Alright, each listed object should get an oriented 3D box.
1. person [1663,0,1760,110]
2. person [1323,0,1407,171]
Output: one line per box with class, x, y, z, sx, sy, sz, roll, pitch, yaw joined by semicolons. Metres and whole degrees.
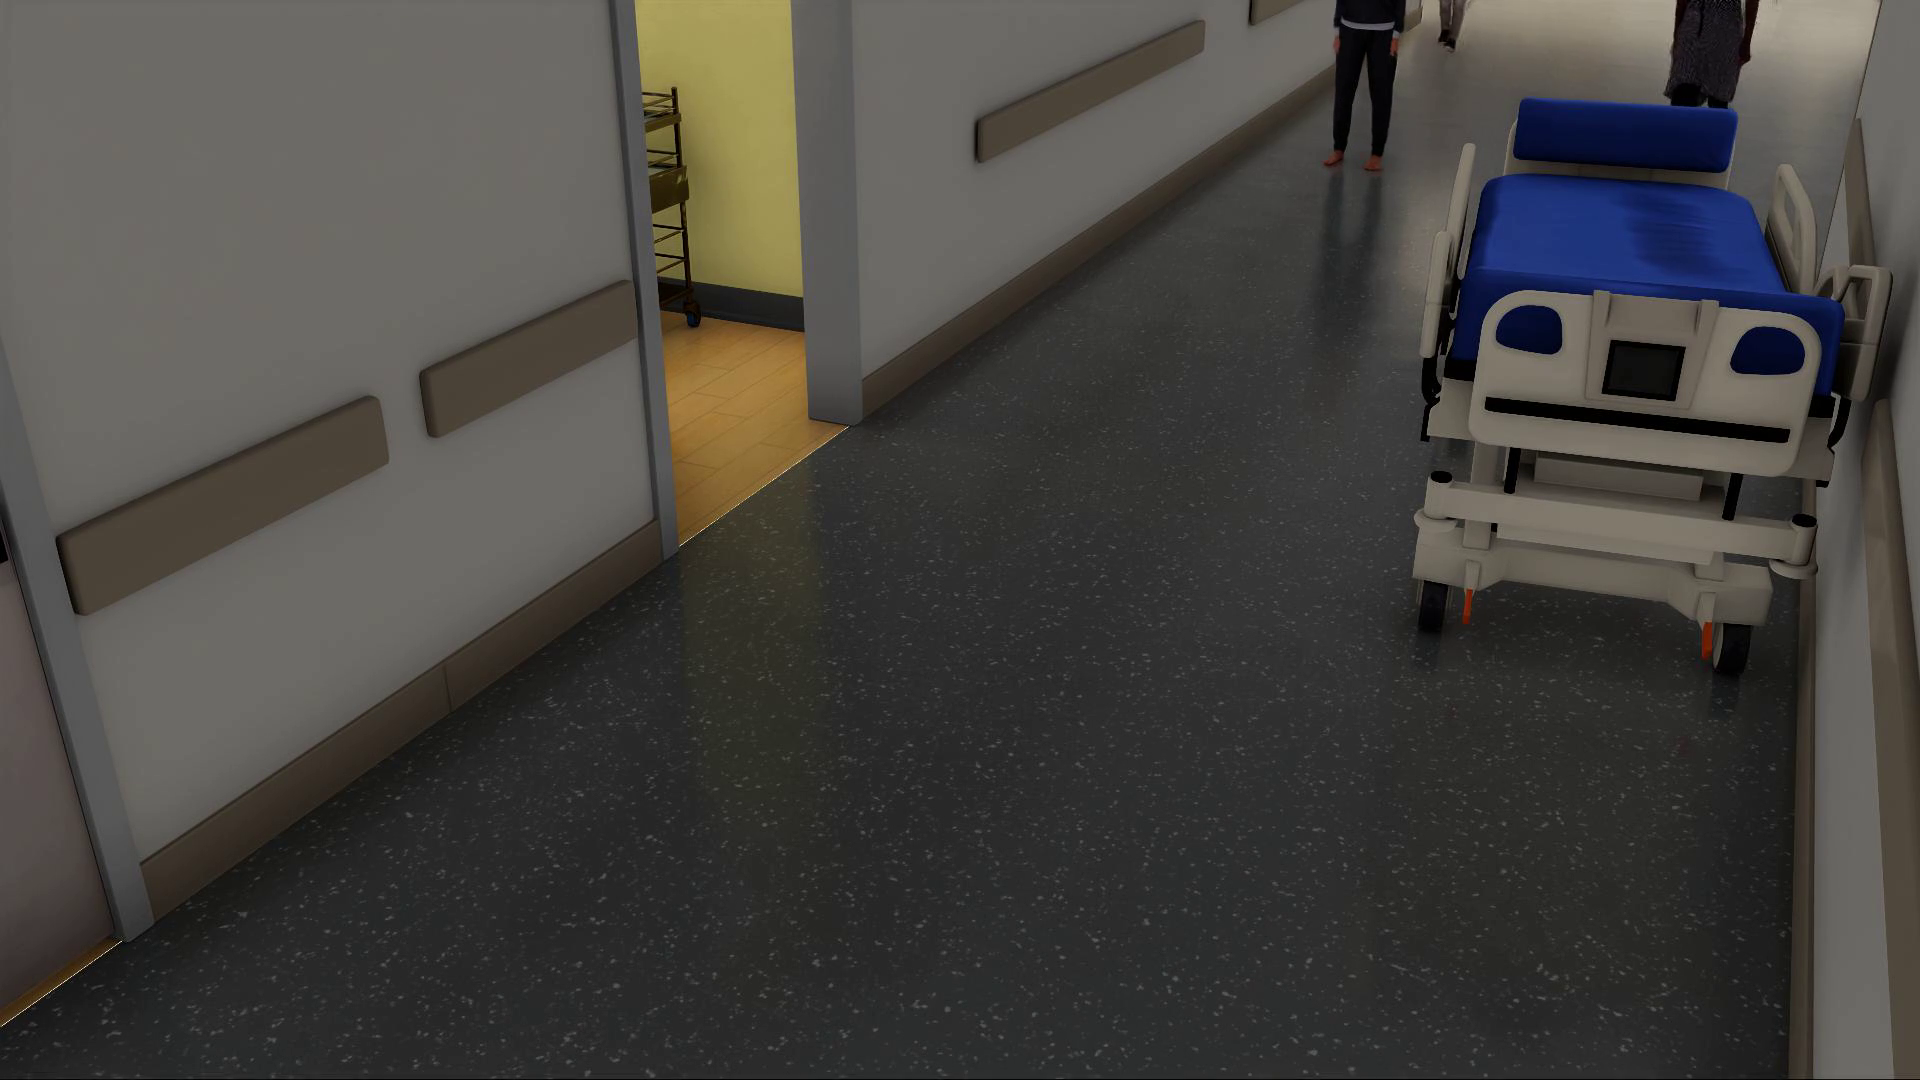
person;4.436;-2.922;9.773;1.119;1.756;0.844;17;31;32
person;2.565;-3.217;10.420;0.454;1.726;0.656;12;28;23
